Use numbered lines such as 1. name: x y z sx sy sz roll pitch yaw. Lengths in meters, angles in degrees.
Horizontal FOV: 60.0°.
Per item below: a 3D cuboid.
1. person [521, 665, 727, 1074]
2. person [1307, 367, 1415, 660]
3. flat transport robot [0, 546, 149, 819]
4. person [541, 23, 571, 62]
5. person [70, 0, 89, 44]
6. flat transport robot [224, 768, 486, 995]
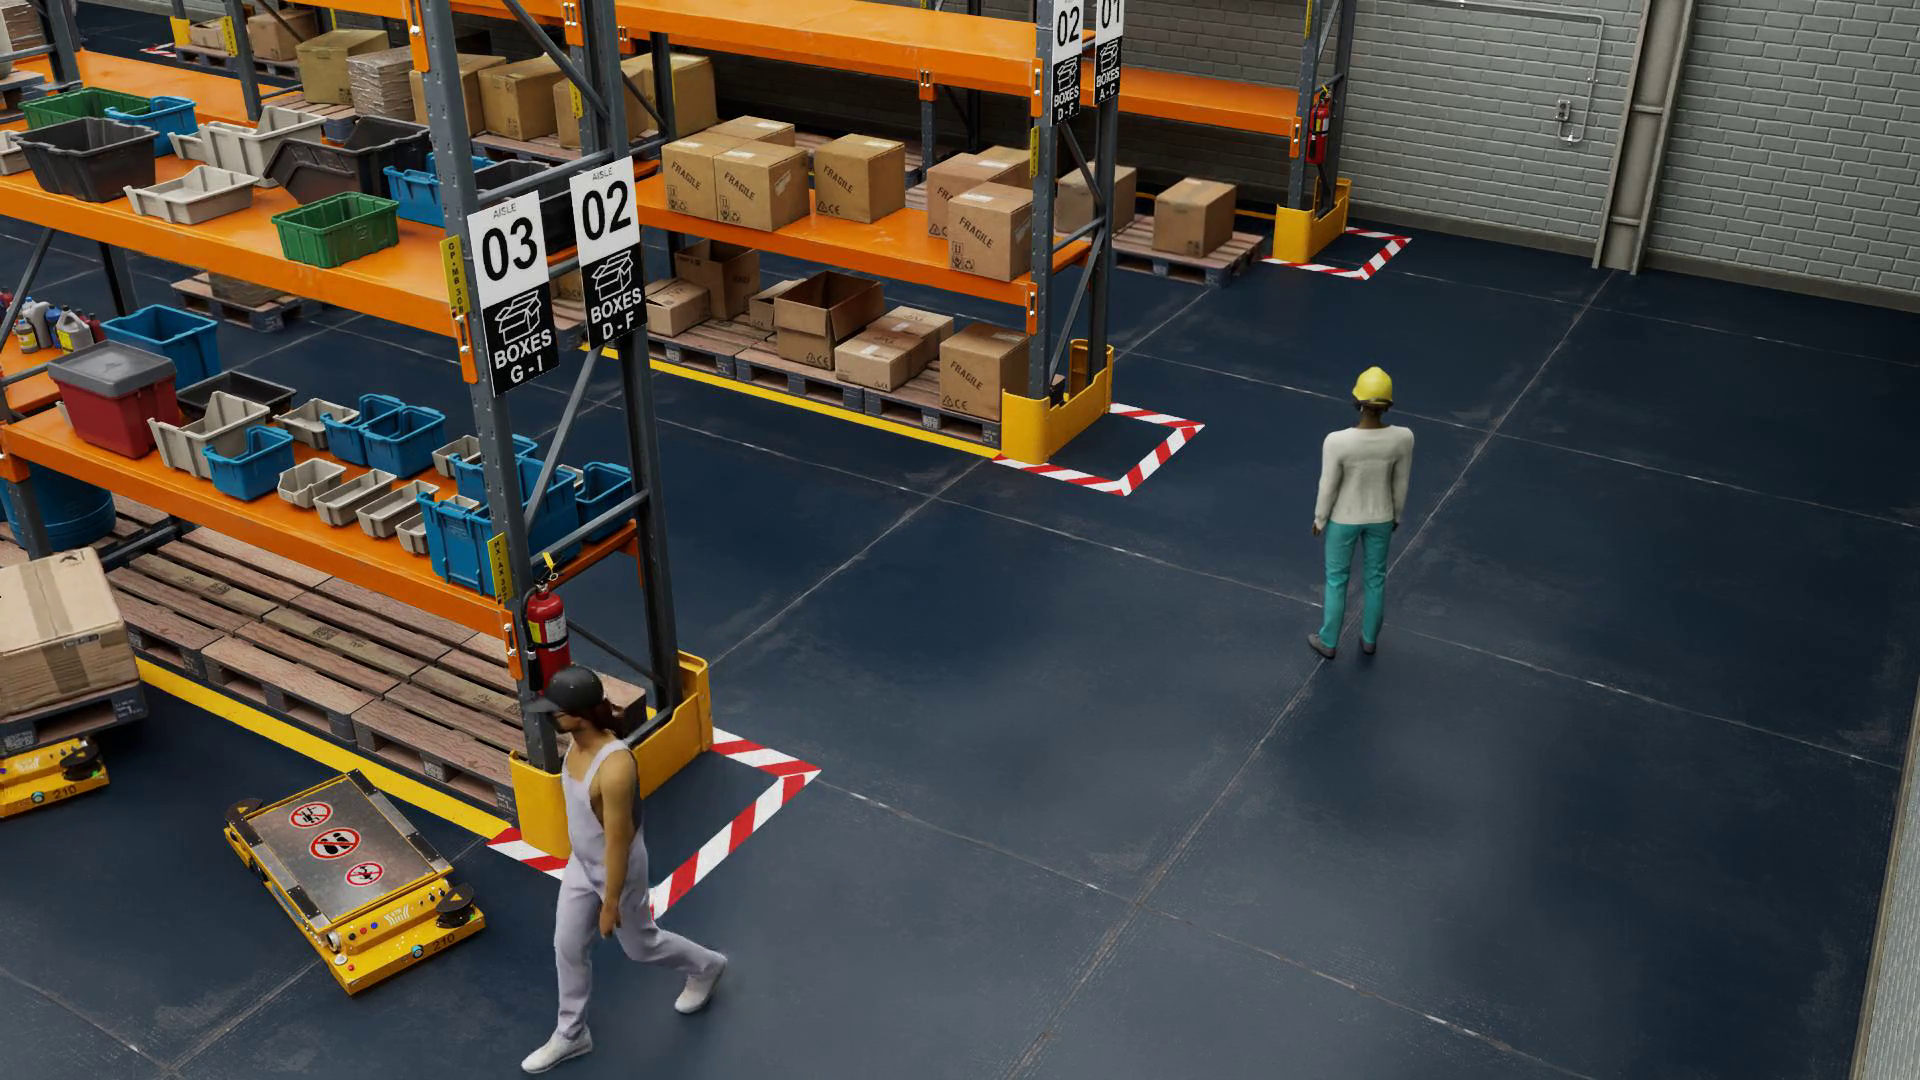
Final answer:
1. person: -1.404 1.302 6.701 0.908 1.816 0.522 -22 36 -34
2. person: 2.236 -0.134 9.336 0.522 1.769 0.312 -4 29 -6
3. flat transport robot: -5.030 0.986 8.864 0.659 0.231 1.431 -18 34 -29
4. person: -4.119 -4.467 17.179 0.321 1.697 0.530 -23 37 -35
5. person: -12.321 -7.626 22.740 0.571 1.808 0.802 2 29 4
6. flat transport robot: -2.885 1.553 7.847 0.659 0.231 1.431 -24 37 -36
